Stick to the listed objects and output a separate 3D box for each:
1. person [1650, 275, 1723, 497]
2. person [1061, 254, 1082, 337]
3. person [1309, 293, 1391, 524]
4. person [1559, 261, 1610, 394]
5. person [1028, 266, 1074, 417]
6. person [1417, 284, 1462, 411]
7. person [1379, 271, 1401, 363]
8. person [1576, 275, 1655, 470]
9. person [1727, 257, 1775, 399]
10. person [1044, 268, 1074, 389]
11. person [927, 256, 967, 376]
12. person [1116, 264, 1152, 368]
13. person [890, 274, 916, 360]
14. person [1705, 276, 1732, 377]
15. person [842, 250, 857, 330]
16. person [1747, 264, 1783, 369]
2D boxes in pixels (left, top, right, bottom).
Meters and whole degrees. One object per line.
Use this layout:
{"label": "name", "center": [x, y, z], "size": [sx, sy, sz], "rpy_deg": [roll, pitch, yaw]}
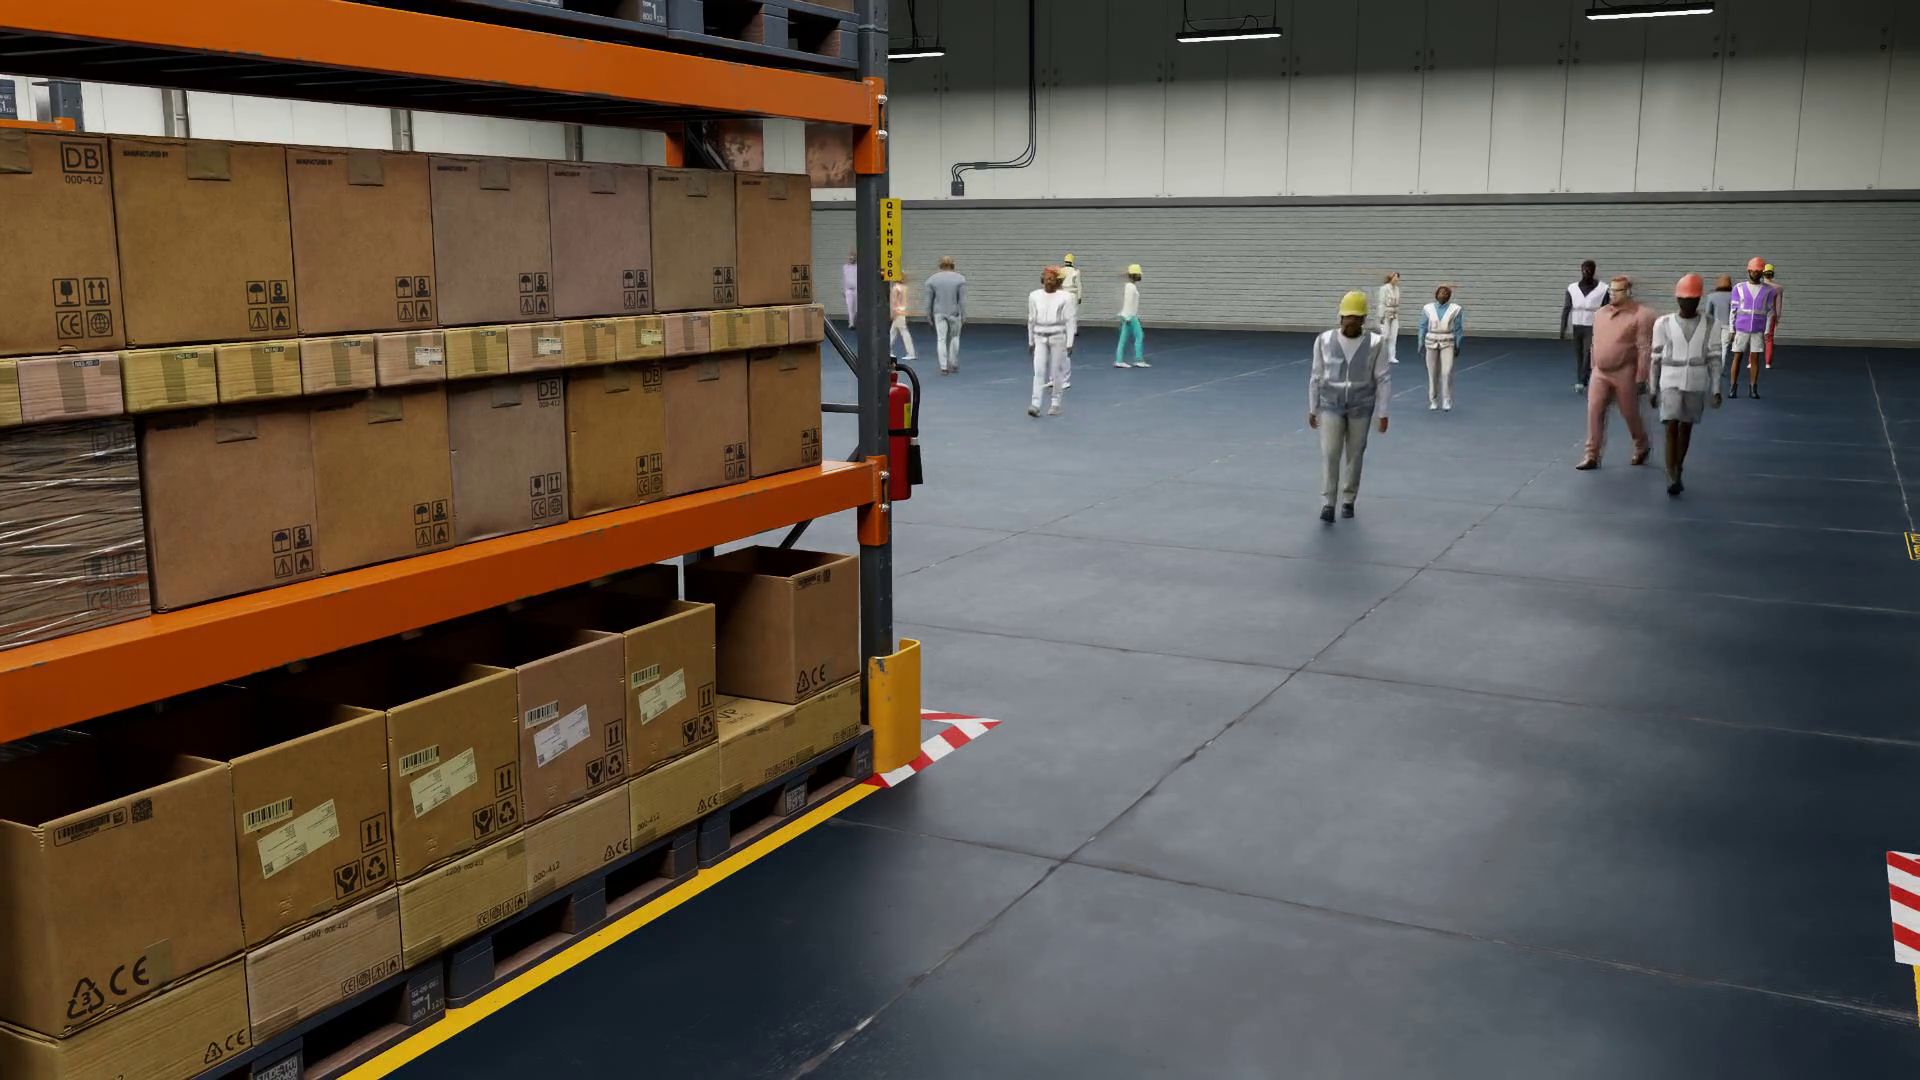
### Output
{"label": "person", "center": [6.258, -1.318, 14.336], "size": [0.568, 1.886, 0.977], "rpy_deg": [3, 11, 14]}
{"label": "person", "center": [2.404, -5.377, 36.635], "size": [0.591, 1.833, 0.403], "rpy_deg": [4, 11, 19]}
{"label": "person", "center": [3.033, -1.017, 12.963], "size": [0.627, 1.784, 0.905], "rpy_deg": [3, 11, 14]}
{"label": "person", "center": [8.830, -3.002, 23.573], "size": [0.622, 1.871, 0.985], "rpy_deg": [8, 13, 36]}
{"label": "person", "center": [1.103, -2.443, 20.574], "size": [0.604, 1.850, 0.811], "rpy_deg": [3, 11, 16]}
{"label": "person", "center": [6.114, -2.446, 21.244], "size": [0.528, 1.610, 0.742], "rpy_deg": [4, 11, 22]}
{"label": "person", "center": [7.540, -3.945, 29.391], "size": [0.525, 1.621, 0.502], "rpy_deg": [-7, 12, -33]}
{"label": "person", "center": [6.373, -1.617, 16.034], "size": [0.927, 1.875, 0.652], "rpy_deg": [-8, 13, -37]}
{"label": "person", "center": [10.884, -2.913, 22.902], "size": [0.543, 1.942, 0.349], "rpy_deg": [3, 11, 18]}
{"label": "person", "center": [1.433, -3.105, 24.426], "size": [0.329, 1.767, 0.529], "rpy_deg": [-9, 14, -41]}
{"label": "person", "center": [-0.193, -3.633, 26.920], "size": [0.661, 1.901, 0.928], "rpy_deg": [1, 10, 8]}
{"label": "person", "center": [2.981, -3.777, 28.146], "size": [0.723, 1.740, 0.532], "rpy_deg": [0, 10, 0]}
{"label": "person", "center": [-1.168, -4.047, 30.012], "size": [0.848, 1.586, 0.538], "rpy_deg": [2, 11, 13]}
{"label": "person", "center": [12.184, -3.407, 26.570], "size": [0.515, 1.587, 0.870], "rpy_deg": [6, 12, 32]}
{"label": "person", "center": [-2.492, -5.942, 39.552], "size": [0.661, 1.891, 0.526], "rpy_deg": [5, 11, 23]}
{"label": "person", "center": [13.535, -3.756, 28.005], "size": [0.518, 1.757, 0.337], "rpy_deg": [3, 11, 16]}
